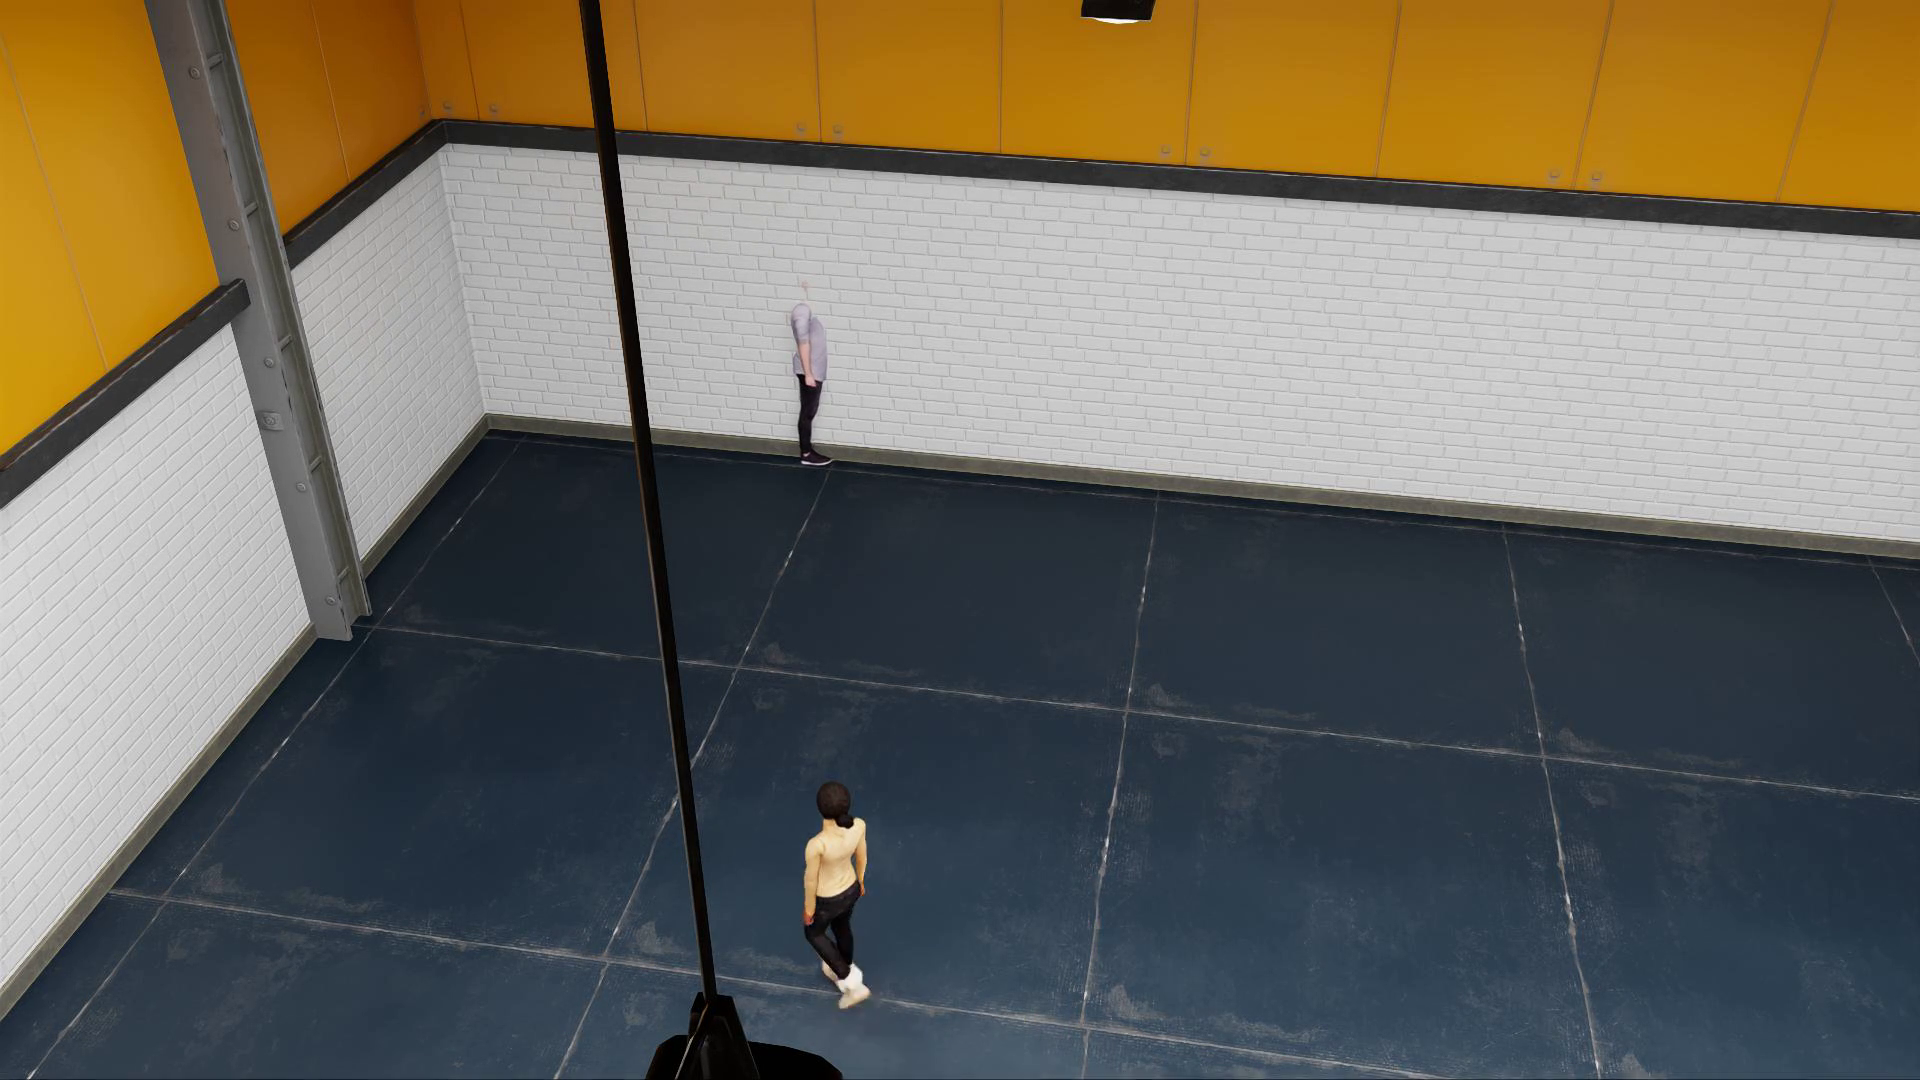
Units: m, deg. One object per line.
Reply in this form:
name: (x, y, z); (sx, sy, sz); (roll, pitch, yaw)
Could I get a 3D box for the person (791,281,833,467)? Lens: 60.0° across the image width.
person: (-1.355, -1.574, 15.017); (0.754, 1.834, 0.558); (1, 34, 2)

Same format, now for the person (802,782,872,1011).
person: (-0.682, 2.102, 9.657); (0.838, 1.645, 0.885); (-25, 41, -33)
